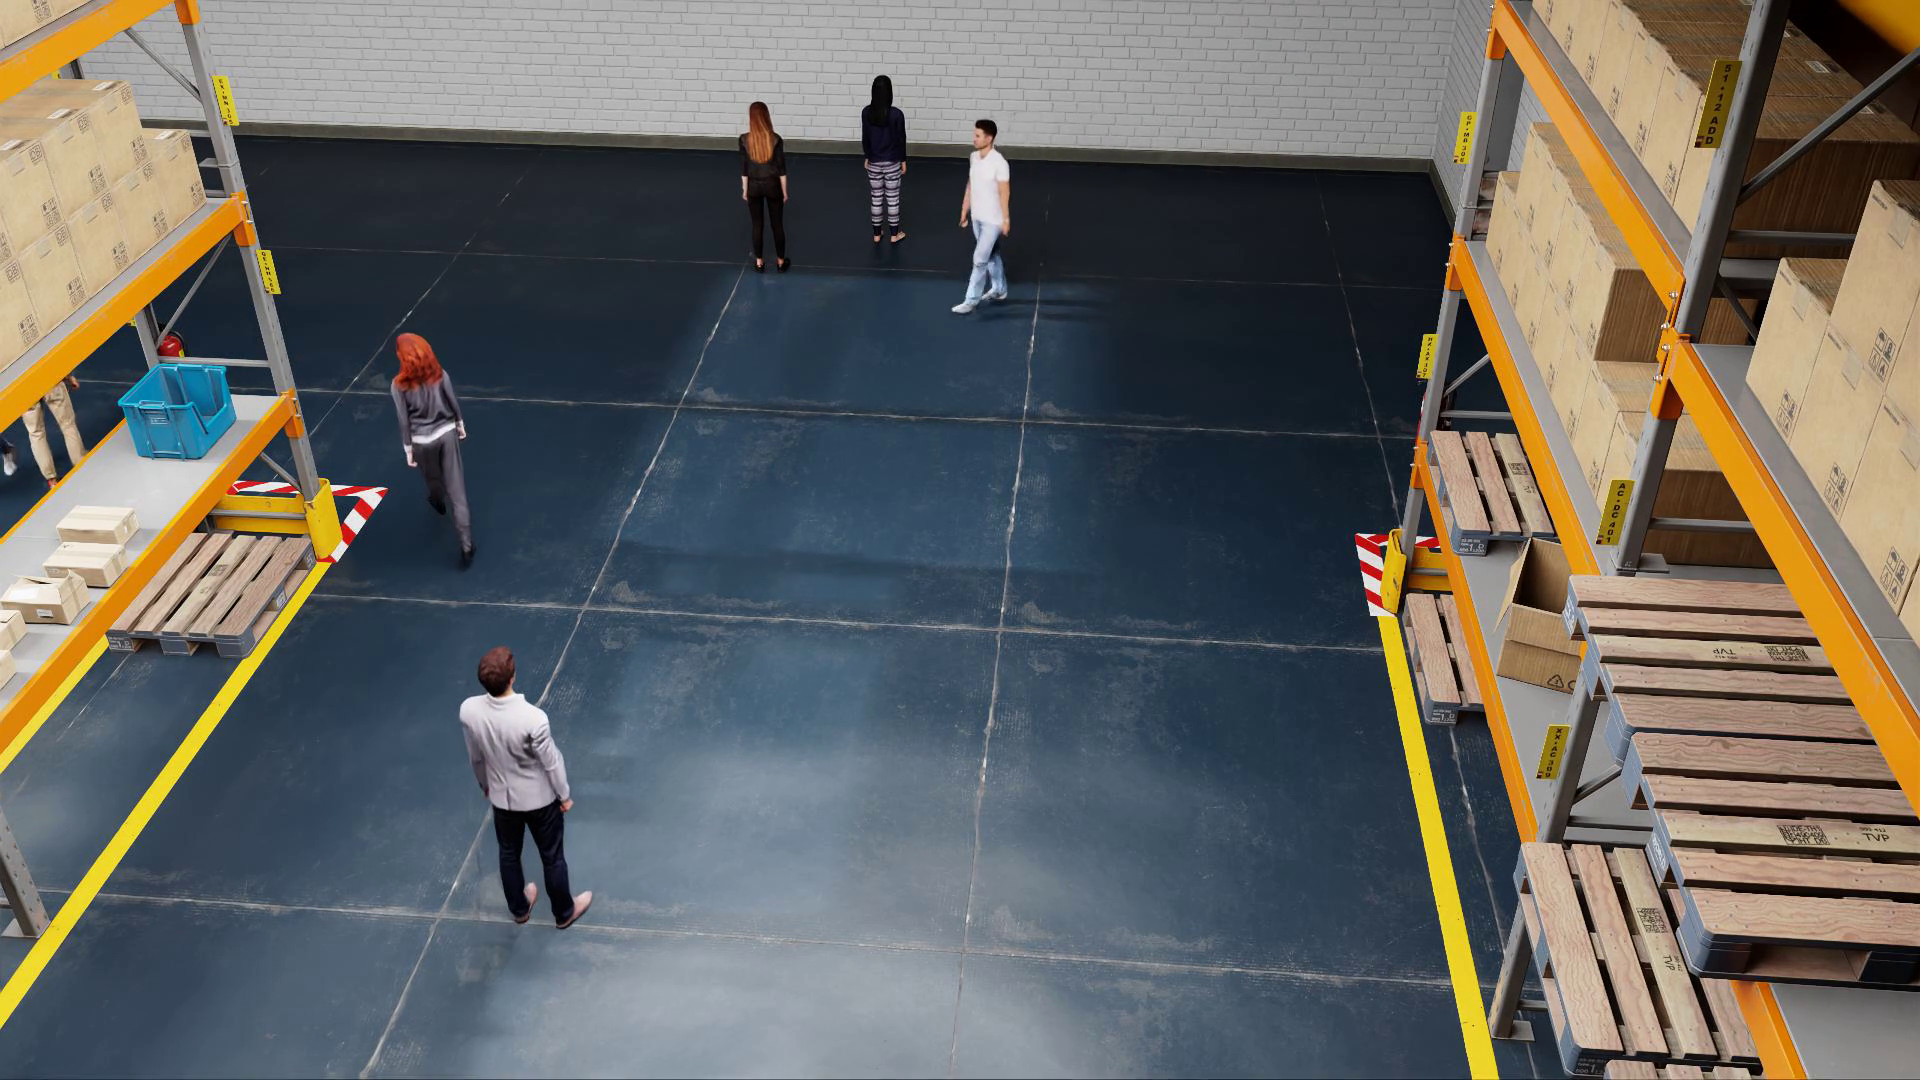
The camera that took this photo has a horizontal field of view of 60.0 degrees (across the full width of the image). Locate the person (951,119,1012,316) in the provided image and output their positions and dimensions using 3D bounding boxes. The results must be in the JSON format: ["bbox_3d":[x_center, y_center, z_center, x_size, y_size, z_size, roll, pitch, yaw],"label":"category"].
[{"bbox_3d":[0.332,-3.057,15.647,1.057,1.835,1.040,-19,38,-26],"label":"person"}]

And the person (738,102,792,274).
[{"bbox_3d":[-1.929,-3.453,16.358,0.600,1.707,0.524,1,34,2],"label":"person"}]

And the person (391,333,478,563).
[{"bbox_3d":[-3.799,-0.629,12.108,1.015,1.708,1.285,-13,36,-18],"label":"person"}]

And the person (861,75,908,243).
[{"bbox_3d":[-0.779,-3.891,16.994,0.633,1.732,0.557,8,34,12],"label":"person"}]

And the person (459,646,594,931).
[{"bbox_3d":[-2.374,1.351,9.000,0.706,1.851,0.599,7,34,11],"label":"person"}]
